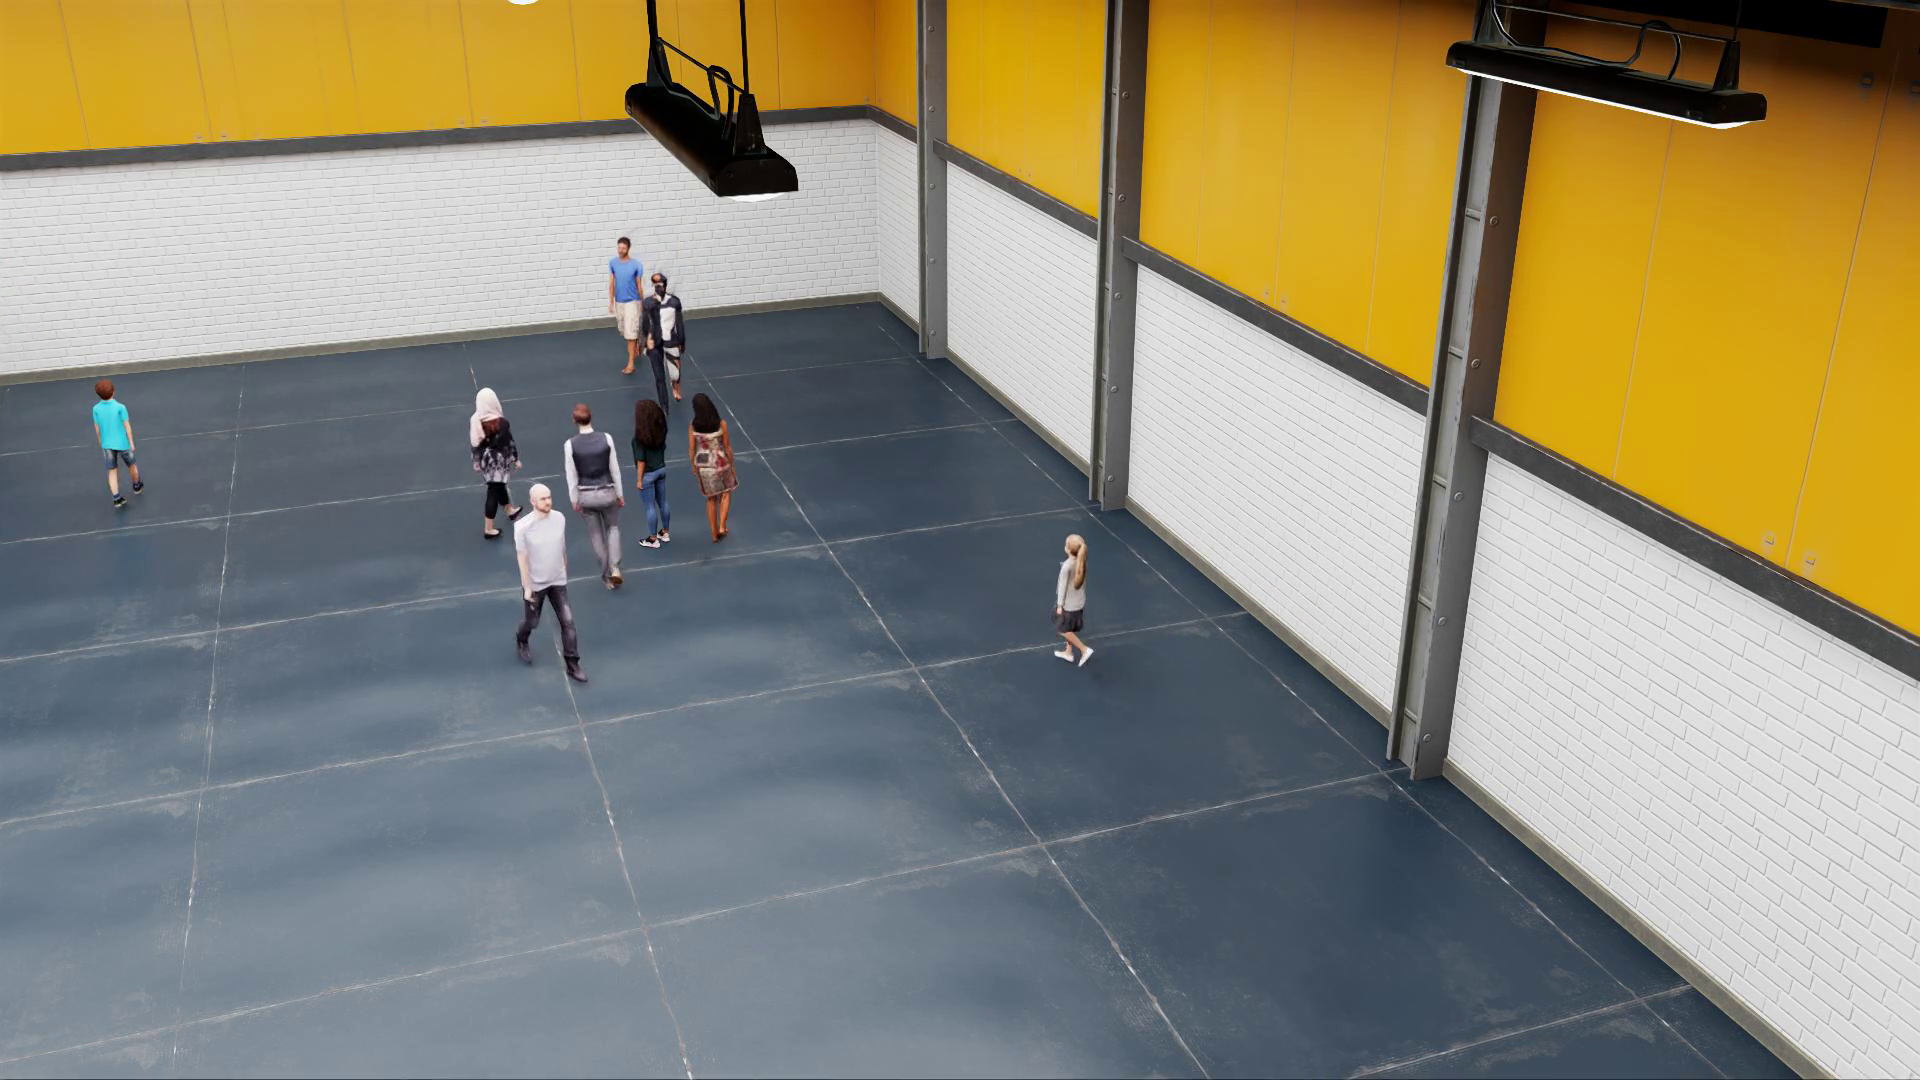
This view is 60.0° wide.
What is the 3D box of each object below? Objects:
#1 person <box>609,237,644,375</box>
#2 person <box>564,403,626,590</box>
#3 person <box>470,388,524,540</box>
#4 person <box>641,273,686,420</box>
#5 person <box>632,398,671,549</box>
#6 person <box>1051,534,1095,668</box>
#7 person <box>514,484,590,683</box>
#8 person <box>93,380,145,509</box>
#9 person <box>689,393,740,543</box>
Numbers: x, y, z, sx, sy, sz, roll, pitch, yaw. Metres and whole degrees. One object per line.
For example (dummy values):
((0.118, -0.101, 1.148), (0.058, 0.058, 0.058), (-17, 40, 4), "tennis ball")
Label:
((-4.591, -3.299, 23.057), (1.072, 1.833, 1.268), (6, 24, 13), "person")
((-3.549, -0.386, 16.281), (0.708, 1.922, 0.711), (-5, 24, -12), "person")
((-4.979, -0.777, 17.572), (0.999, 1.605, 1.066), (11, 26, 23), "person")
((-3.773, -2.499, 21.169), (0.817, 1.878, 0.986), (-3, 24, -6), "person")
((-3.229, -0.712, 17.406), (0.761, 1.617, 0.715), (15, 28, 30), "person")
((1.038, 0.559, 14.938), (0.784, 1.266, 0.694), (17, 29, 34), "person")
((-3.732, 0.350, 14.733), (0.943, 1.813, 1.267), (-18, 29, -35), "person")
((-9.380, -1.049, 18.433), (0.619, 1.414, 0.965), (-4, 24, -10), "person")
((-2.616, -0.720, 17.430), (0.755, 1.614, 0.783), (2, 24, 5), "person")
